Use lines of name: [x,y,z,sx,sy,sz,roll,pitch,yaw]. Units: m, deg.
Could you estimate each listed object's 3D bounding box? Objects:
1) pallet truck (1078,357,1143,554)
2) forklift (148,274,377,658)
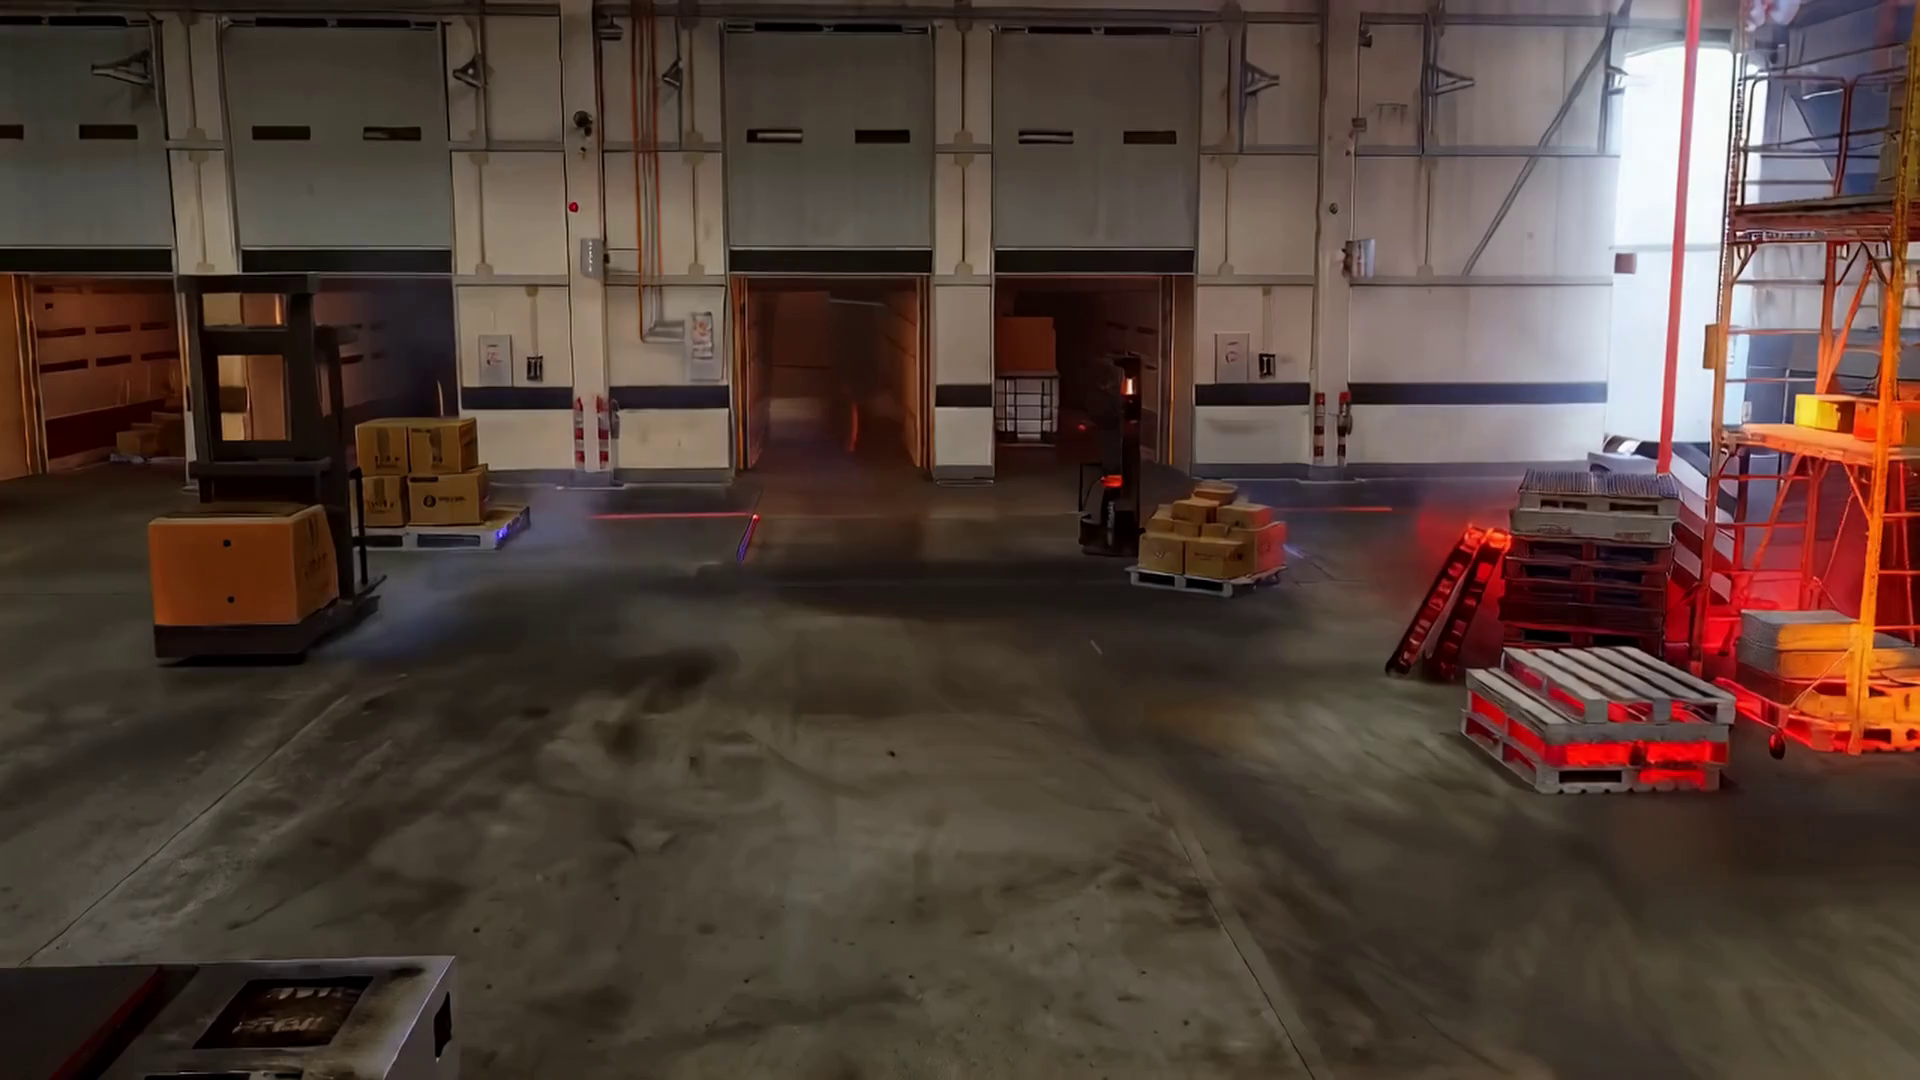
pallet truck: [2.088,-0.836,16.757,1.885,1.965,0.823,2,9,13]
forklift: [-5.348,-0.627,12.681,1.129,2.768,1.873,-1,9,-4]
